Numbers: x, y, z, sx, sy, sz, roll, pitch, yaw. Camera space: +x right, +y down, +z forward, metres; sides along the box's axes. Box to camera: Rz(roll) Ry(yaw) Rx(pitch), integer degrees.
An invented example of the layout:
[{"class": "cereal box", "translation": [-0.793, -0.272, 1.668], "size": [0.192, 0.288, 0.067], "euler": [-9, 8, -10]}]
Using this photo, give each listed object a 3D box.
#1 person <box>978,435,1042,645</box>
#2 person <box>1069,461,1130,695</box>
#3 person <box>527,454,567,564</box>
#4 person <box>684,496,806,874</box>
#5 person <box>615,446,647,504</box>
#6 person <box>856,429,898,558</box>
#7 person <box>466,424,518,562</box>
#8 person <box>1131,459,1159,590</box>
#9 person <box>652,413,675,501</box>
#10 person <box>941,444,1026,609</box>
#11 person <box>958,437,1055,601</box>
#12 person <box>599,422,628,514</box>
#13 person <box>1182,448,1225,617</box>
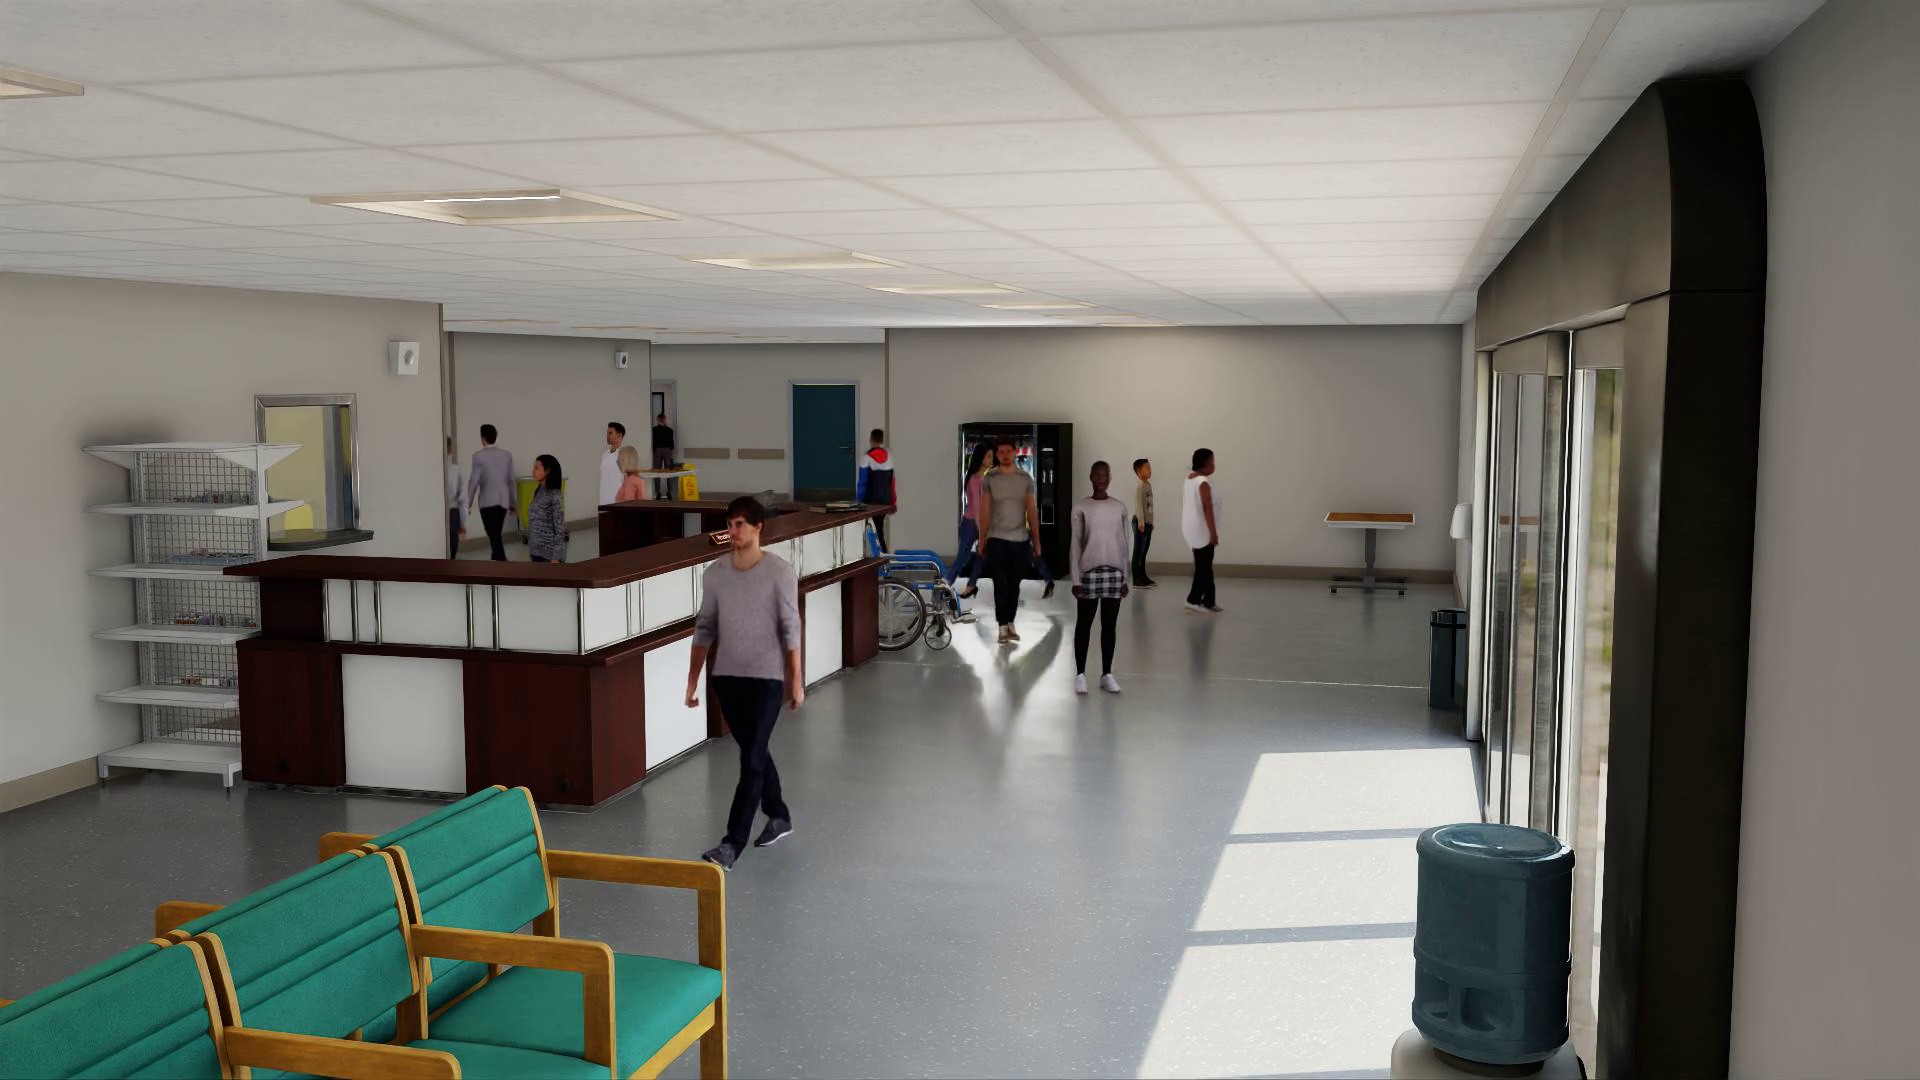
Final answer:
[{"class": "person", "translation": [0.410, 0.003, 14.996], "size": [1.010, 1.859, 0.973], "euler": [-1, 6, -8]}, {"class": "person", "translation": [1.063, 0.301, 12.707], "size": [0.620, 1.725, 0.752], "euler": [-1, 6, -13]}, {"class": "person", "translation": [-3.595, 0.114, 14.520], "size": [0.748, 1.733, 0.638], "euler": [-5, 8, -42]}, {"class": "person", "translation": [-0.994, 0.711, 8.282], "size": [1.150, 1.794, 0.884], "euler": [3, 6, 25]}, {"class": "person", "translation": [-3.187, -0.071, 16.443], "size": [0.880, 1.717, 0.754], "euler": [0, 6, -5]}, {"class": "person", "translation": [-0.944, -0.458, 20.188], "size": [0.892, 1.737, 0.969], "euler": [-5, 7, -39]}, {"class": "person", "translation": [-5.338, -0.407, 19.251], "size": [1.052, 1.823, 0.935], "euler": [4, 7, 36]}, {"class": "person", "translation": [2.075, -0.194, 18.927], "size": [0.544, 1.465, 0.570], "euler": [2, 6, 23]}, {"class": "person", "translation": [-5.683, -1.591, 31.774], "size": [0.578, 1.671, 0.721], "euler": [0, 6, -4]}, {"class": "person", "translation": [0.090, -0.093, 16.828], "size": [1.189, 1.684, 0.760], "euler": [3, 6, 25]}, {"class": "person", "translation": [0.541, -0.137, 17.084], "size": [1.303, 1.703, 0.705], "euler": [2, 6, 23]}, {"class": "person", "translation": [-4.020, -0.445, 19.410], "size": [0.641, 1.867, 0.805], "euler": [4, 7, 36]}, {"class": "person", "translation": [2.422, -0.086, 16.765], "size": [0.834, 1.682, 0.808], "euler": [-1, 6, -5]}]
